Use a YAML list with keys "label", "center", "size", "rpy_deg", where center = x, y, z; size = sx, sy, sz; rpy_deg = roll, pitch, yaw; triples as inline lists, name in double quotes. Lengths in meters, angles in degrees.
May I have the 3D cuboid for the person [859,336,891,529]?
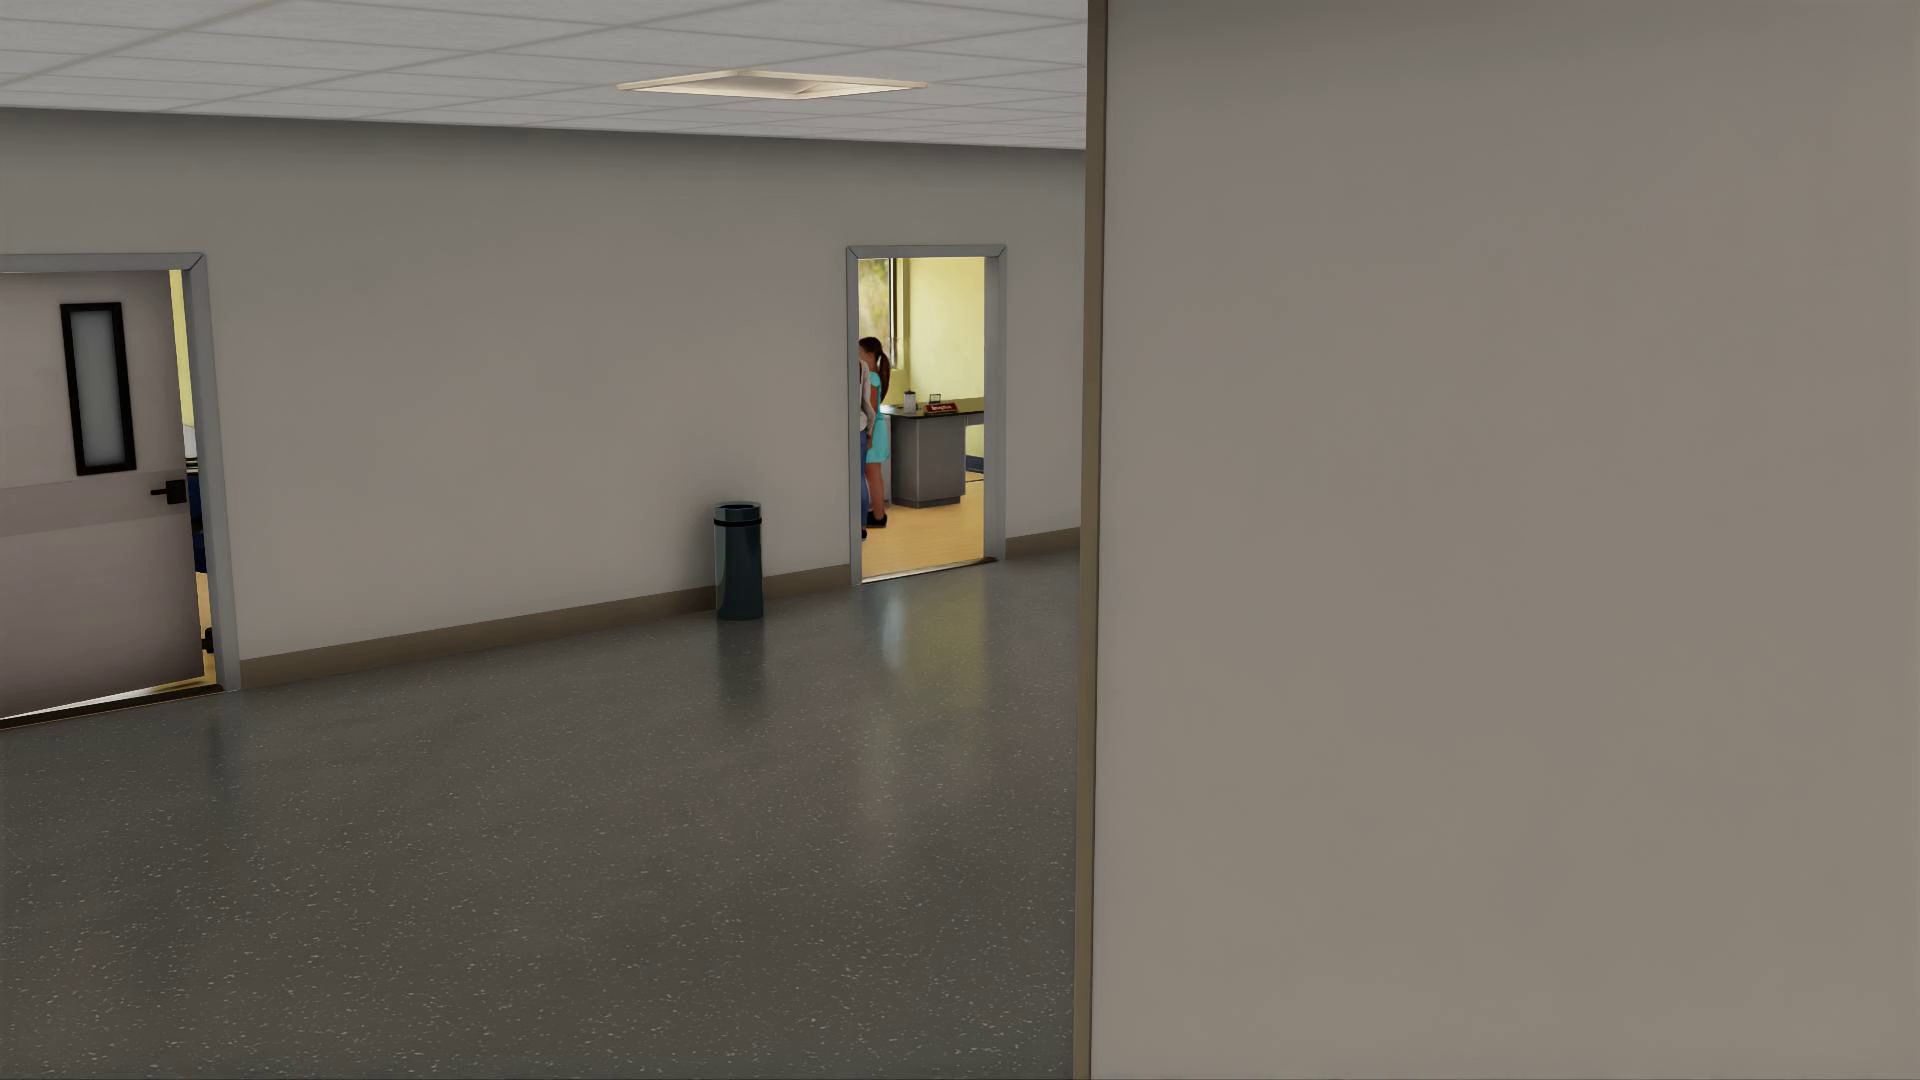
- label: "person"
  center: [-0.720, -0.884, 13.592]
  size: [0.693, 1.558, 0.635]
  rpy_deg: [1, 11, 4]
